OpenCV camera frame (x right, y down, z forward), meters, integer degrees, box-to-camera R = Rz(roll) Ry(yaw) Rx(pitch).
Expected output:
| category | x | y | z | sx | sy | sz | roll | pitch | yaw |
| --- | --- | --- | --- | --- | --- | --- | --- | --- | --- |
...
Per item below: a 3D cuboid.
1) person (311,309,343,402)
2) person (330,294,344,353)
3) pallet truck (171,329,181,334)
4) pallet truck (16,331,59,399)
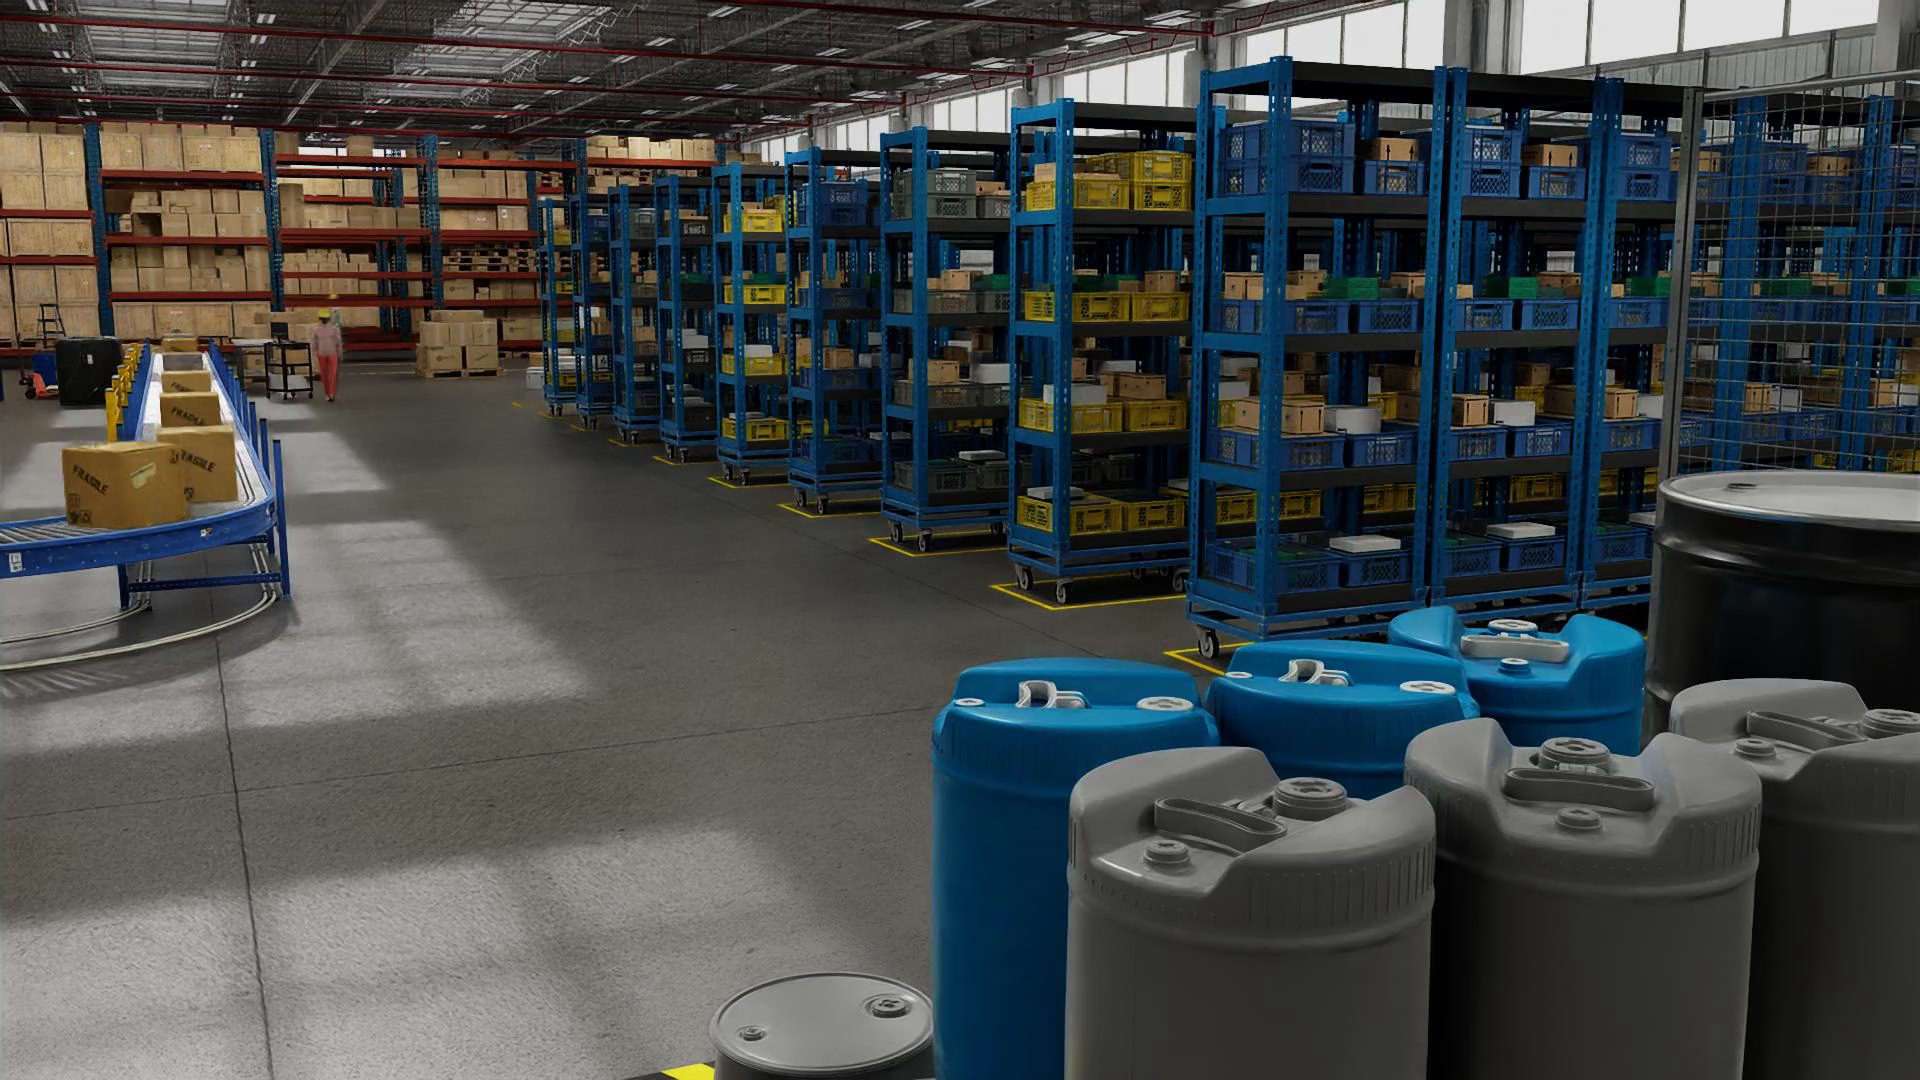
| category | x | y | z | sx | sy | sz | roll | pitch | yaw |
| --- | --- | --- | --- | --- | --- | --- | --- | --- | --- |
| person | -11.779 | -3.427 | 30.943 | 0.538 | 1.721 | 0.931 | -2 | 9 | -15 |
| person | -18.509 | -6.420 | 49.367 | 0.326 | 1.767 | 0.533 | -5 | 10 | -27 |
| pallet truck | -17.275 | -3.851 | 35.096 | 1.601 | 1.201 | 0.680 | 0 | 9 | 1 |
| pallet truck | -17.082 | -3.353 | 31.781 | 1.630 | 1.274 | 0.653 | -4 | 10 | -25 |
